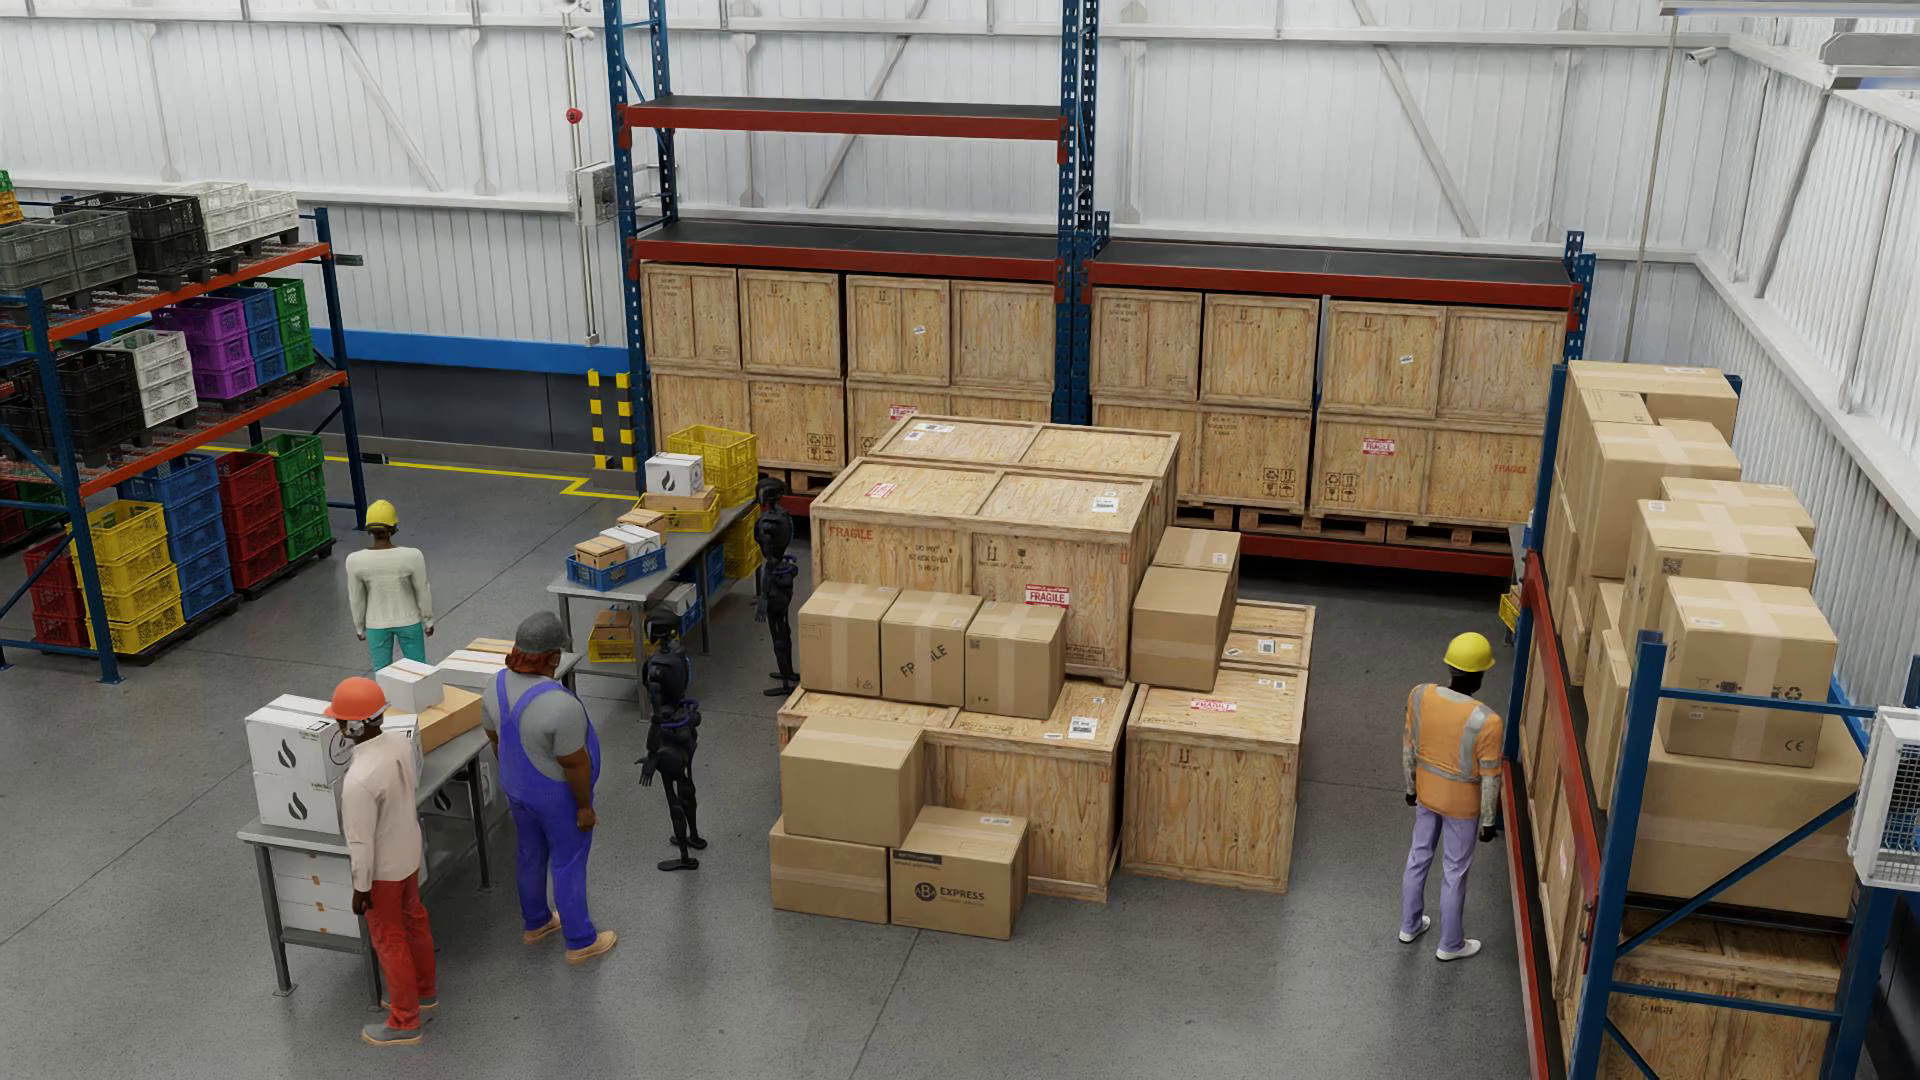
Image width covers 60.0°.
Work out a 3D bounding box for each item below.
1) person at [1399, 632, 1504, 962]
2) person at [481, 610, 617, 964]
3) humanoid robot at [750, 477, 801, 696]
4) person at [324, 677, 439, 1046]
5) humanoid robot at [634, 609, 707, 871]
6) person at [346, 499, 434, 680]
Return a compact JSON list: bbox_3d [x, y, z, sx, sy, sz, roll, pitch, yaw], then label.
[{"bbox_3d":[2.676,1.395,9.075,0.367,1.927,0.586,-17,27,-38],"label":"person"},{"bbox_3d":[-2.214,1.324,9.102,0.687,2.000,0.536,14,25,33],"label":"person"},{"bbox_3d":[-1.357,0.331,12.190,0.309,1.656,0.616,2,21,4],"label":"humanoid robot"},{"bbox_3d":[-2.922,1.613,8.431,0.394,1.990,0.616,1,21,3],"label":"person"},{"bbox_3d":[-1.740,1.181,9.963,0.327,1.657,0.590,3,21,7],"label":"humanoid robot"},{"bbox_3d":[-3.898,0.569,11.458,0.532,1.767,0.310,-5,21,-13],"label":"person"}]
